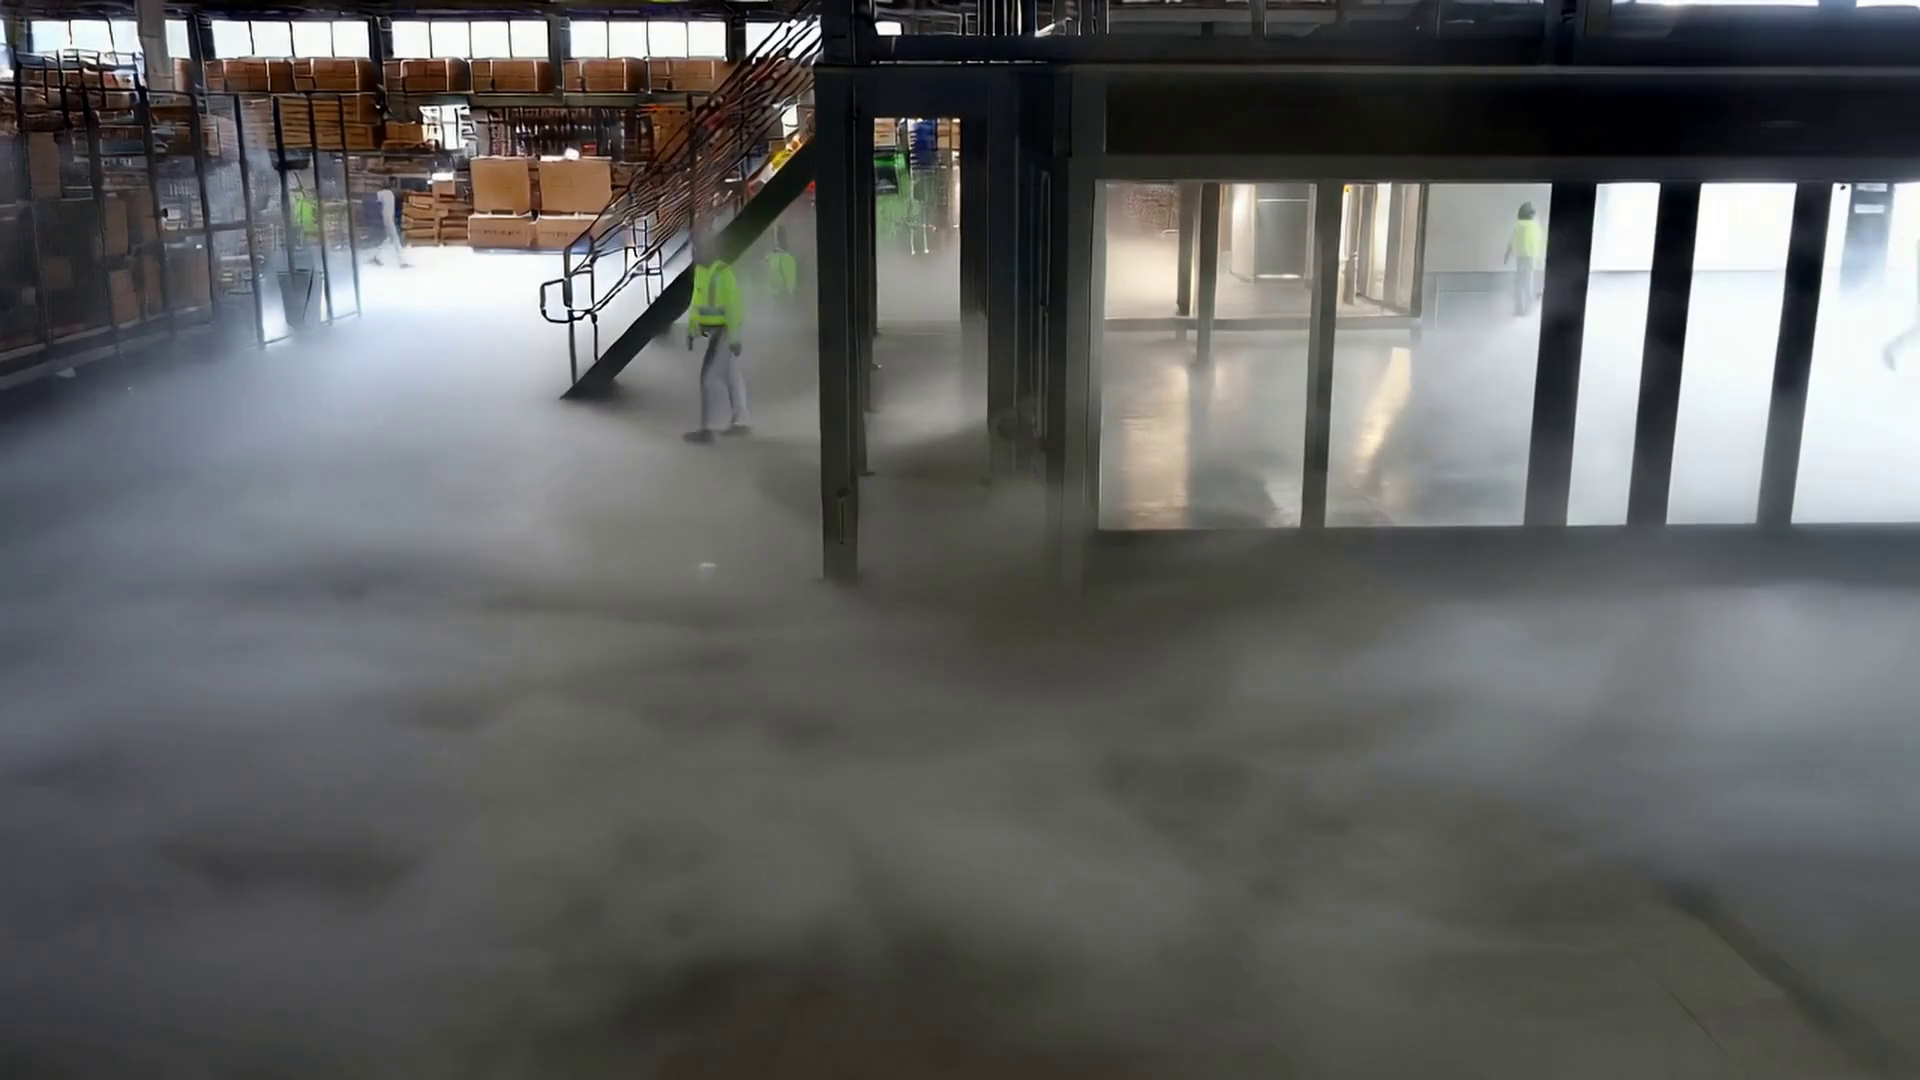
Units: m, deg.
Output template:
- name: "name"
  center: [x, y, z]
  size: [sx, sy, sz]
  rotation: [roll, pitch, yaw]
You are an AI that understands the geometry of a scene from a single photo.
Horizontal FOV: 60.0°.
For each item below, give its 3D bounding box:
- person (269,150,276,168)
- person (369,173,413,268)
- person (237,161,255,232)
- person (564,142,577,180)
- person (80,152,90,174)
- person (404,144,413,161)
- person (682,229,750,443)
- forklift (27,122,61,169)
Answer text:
- name: "person"
  center: [-27.627, -14.764, 66.670]
  size: [0.779, 1.739, 0.524]
  rotation: [-7, 16, -25]
- name: "person"
  center: [-11.057, -6.163, 32.104]
  size: [0.869, 1.829, 0.508]
  rotation: [1, 14, 3]
- name: "person"
  center: [-16.063, -7.579, 37.477]
  size: [0.367, 1.966, 0.605]
  rotation: [-7, 15, -25]
- name: "person"
  center: [-17.934, -17.338, 76.571]
  size: [0.639, 1.918, 0.753]
  rotation: [-2, 14, -7]
- name: "person"
  center: [-34.917, -14.714, 66.618]
  size: [0.548, 1.645, 0.887]
  rotation: [-8, 16, -29]
- name: "person"
  center: [-27.491, -18.812, 82.789]
  size: [0.885, 1.775, 0.629]
  rotation: [0, 14, -1]
- name: "person"
  center: [-2.203, -1.781, 14.550]
  size: [0.839, 1.843, 0.586]
  rotation: [-8, 16, -29]
- name: "forklift"
  center: [-35.376, -14.773, 64.377]
  size: [1.129, 2.768, 1.873]
  rotation: [-1, 14, -2]
